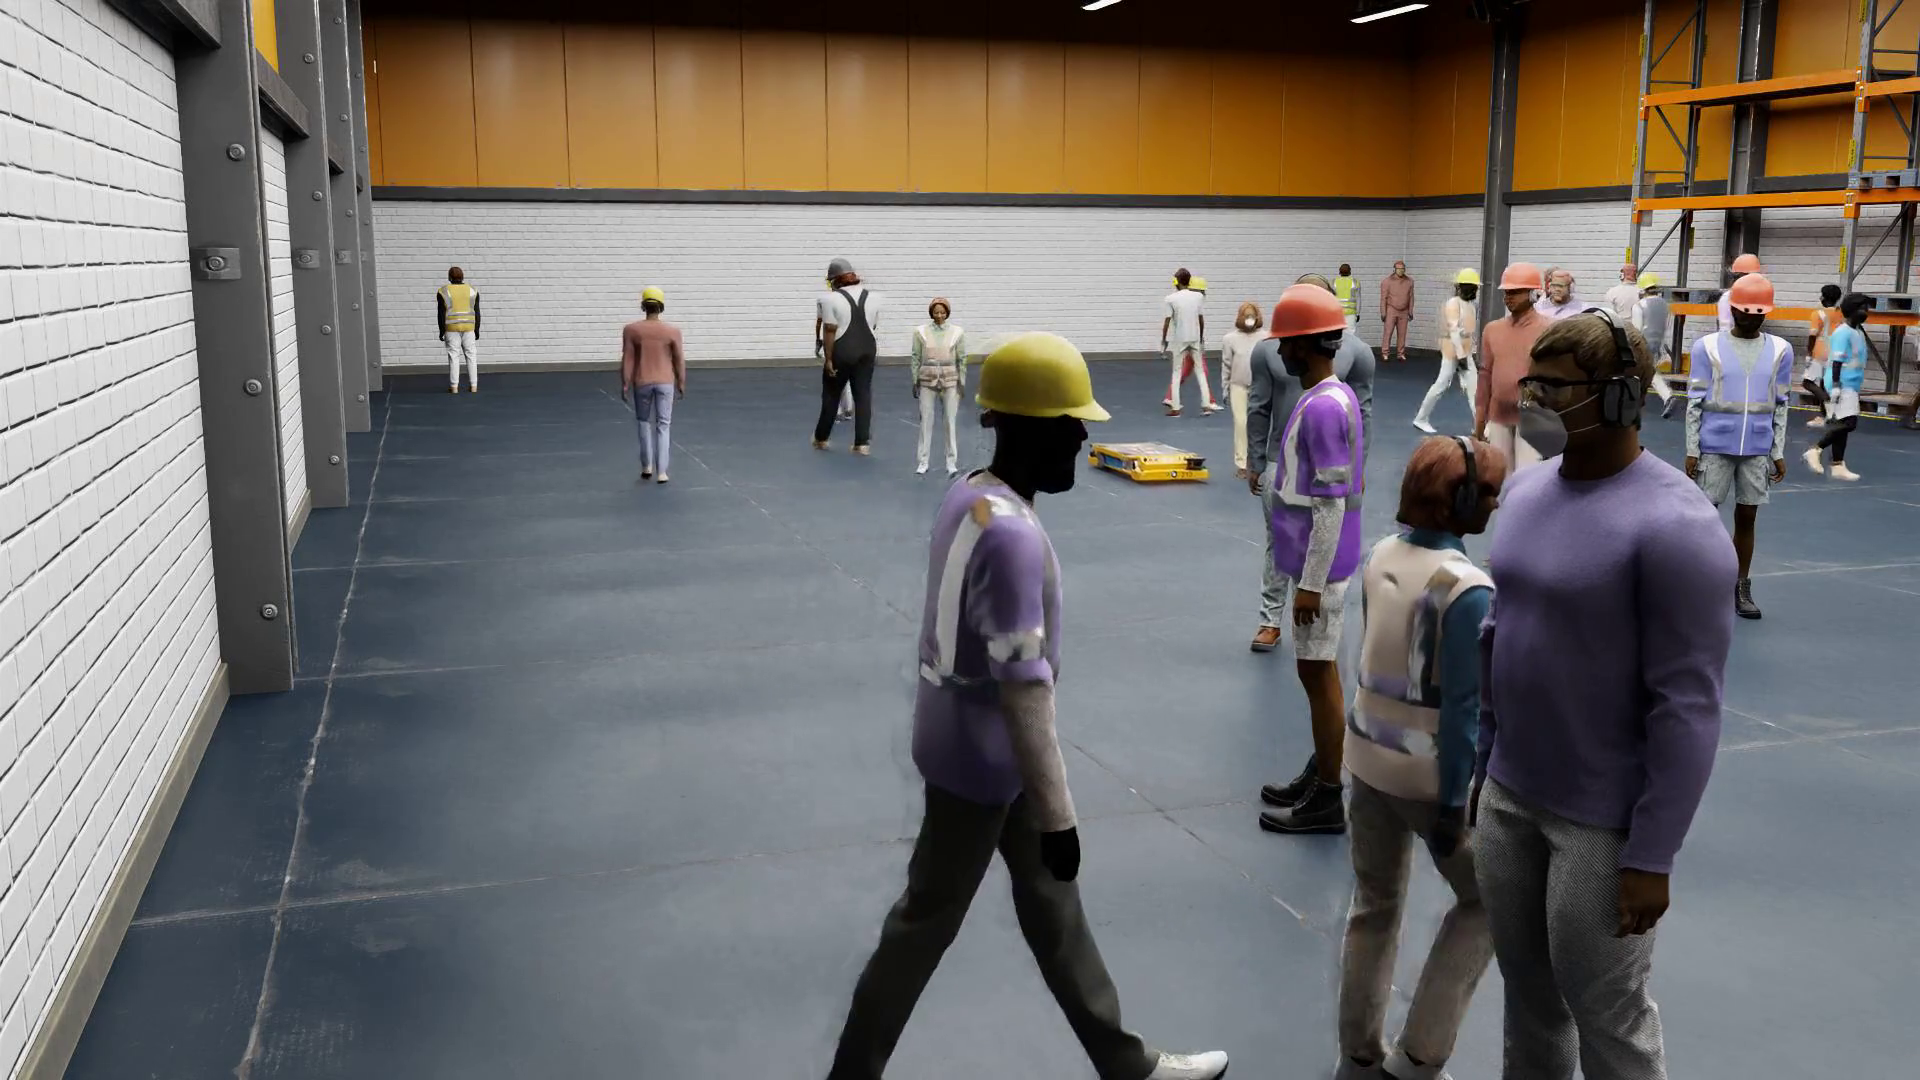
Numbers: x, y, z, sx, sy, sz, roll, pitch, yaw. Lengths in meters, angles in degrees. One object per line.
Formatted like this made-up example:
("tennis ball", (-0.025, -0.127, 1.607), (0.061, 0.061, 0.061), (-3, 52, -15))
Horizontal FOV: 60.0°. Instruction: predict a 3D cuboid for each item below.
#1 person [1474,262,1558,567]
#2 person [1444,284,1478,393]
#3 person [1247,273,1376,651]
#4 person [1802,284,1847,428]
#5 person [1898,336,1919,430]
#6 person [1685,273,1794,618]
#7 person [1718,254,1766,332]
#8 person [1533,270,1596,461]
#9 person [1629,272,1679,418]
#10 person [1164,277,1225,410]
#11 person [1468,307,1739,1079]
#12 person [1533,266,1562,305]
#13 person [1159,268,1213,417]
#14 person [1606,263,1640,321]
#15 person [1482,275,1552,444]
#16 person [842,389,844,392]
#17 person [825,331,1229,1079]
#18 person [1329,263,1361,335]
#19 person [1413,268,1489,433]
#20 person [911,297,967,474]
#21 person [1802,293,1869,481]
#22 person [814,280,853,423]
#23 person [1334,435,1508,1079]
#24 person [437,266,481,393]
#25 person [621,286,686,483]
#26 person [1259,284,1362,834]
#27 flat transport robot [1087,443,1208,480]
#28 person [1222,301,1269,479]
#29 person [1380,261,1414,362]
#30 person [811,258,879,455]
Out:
("person", (3.603, -0.791, 10.737), (0.459, 1.983, 0.635), (-8, 13, -39))
("person", (7.317, -2.966, 24.330), (0.498, 1.634, 0.280), (0, 10, 3))
("person", (1.772, -0.379, 8.475), (0.629, 1.939, 0.372), (3, 10, 18))
("person", (10.091, -2.109, 19.310), (0.553, 1.649, 0.465), (-4, 11, -21))
("person", (11.074, -2.137, 18.812), (0.550, 1.903, 0.990), (-3, 10, -19))
("person", (4.340, -0.515, 9.293), (0.543, 1.928, 0.370), (2, 10, 9))
("person", (7.837, -1.829, 16.609), (0.654, 2.023, 0.658), (-8, 13, -39))
("person", (5.594, -1.577, 15.565), (0.645, 1.891, 0.520), (6, 12, 33))
("person", (8.476, -2.380, 20.452), (0.600, 1.804, 0.791), (-5, 11, -26))
("person", (3.051, -2.557, 21.700), (0.817, 1.728, 0.532), (2, 10, 13))
("person", (1.199, 0.521, 3.263), (0.370, 1.939, 0.631), (-3, 10, -16))
("person", (6.234, -1.978, 17.842), (0.638, 1.910, 0.890), (-8, 13, -39))
("person", (2.835, -2.433, 20.638), (0.716, 1.845, 0.528), (-1, 10, -6))
("person", (8.663, -2.639, 21.653), (0.640, 1.909, 0.409), (-1, 10, -4))
("person", (5.715, -1.754, 16.790), (0.909, 1.837, 0.596), (4, 11, 24))
("person", (-1.741, -3.040, 24.572), (0.504, 1.695, 0.891), (-5, 11, -25))
("person", (0.122, 0.474, 3.737), (1.001, 1.866, 0.611), (0, 10, -1))
("person", (7.134, -4.205, 30.901), (0.625, 1.845, 0.429), (3, 10, 17))
("person", (5.588, -2.112, 18.707), (1.004, 1.878, 0.595), (10, 14, 44))
("person", (-0.196, -1.426, 15.405), (0.514, 1.639, 0.310), (0, 10, -1))
("person", (7.913, -1.365, 14.885), (0.395, 1.684, 0.552), (9, 13, 43))
("person", (-1.513, -2.369, 20.287), (0.518, 1.835, 0.841), (-1, 10, -4))
("person", (1.099, 0.561, 3.959), (0.407, 1.623, 0.514), (-3, 10, -17))
("person", (-7.333, -3.072, 24.343), (0.626, 1.846, 0.429), (-6, 12, -31))
("person", (-2.745, -1.396, 14.923), (0.566, 1.743, 0.681), (-1, 10, -5))
("person", (1.223, 0.073, 5.870), (0.370, 1.931, 0.552), (2, 10, 13))
("flat transport robot", (1.716, -0.742, 15.396), (0.652, 0.197, 1.431), (-3, 10, -14))
("person", (2.653, -1.393, 15.304), (0.506, 1.612, 0.695), (1, 10, 5))
("person", (8.190, -4.271, 31.170), (0.656, 1.894, 0.417), (-2, 10, -12))
("person", (-1.187, -1.914, 17.063), (0.688, 2.000, 0.983), (-6, 11, -31))
